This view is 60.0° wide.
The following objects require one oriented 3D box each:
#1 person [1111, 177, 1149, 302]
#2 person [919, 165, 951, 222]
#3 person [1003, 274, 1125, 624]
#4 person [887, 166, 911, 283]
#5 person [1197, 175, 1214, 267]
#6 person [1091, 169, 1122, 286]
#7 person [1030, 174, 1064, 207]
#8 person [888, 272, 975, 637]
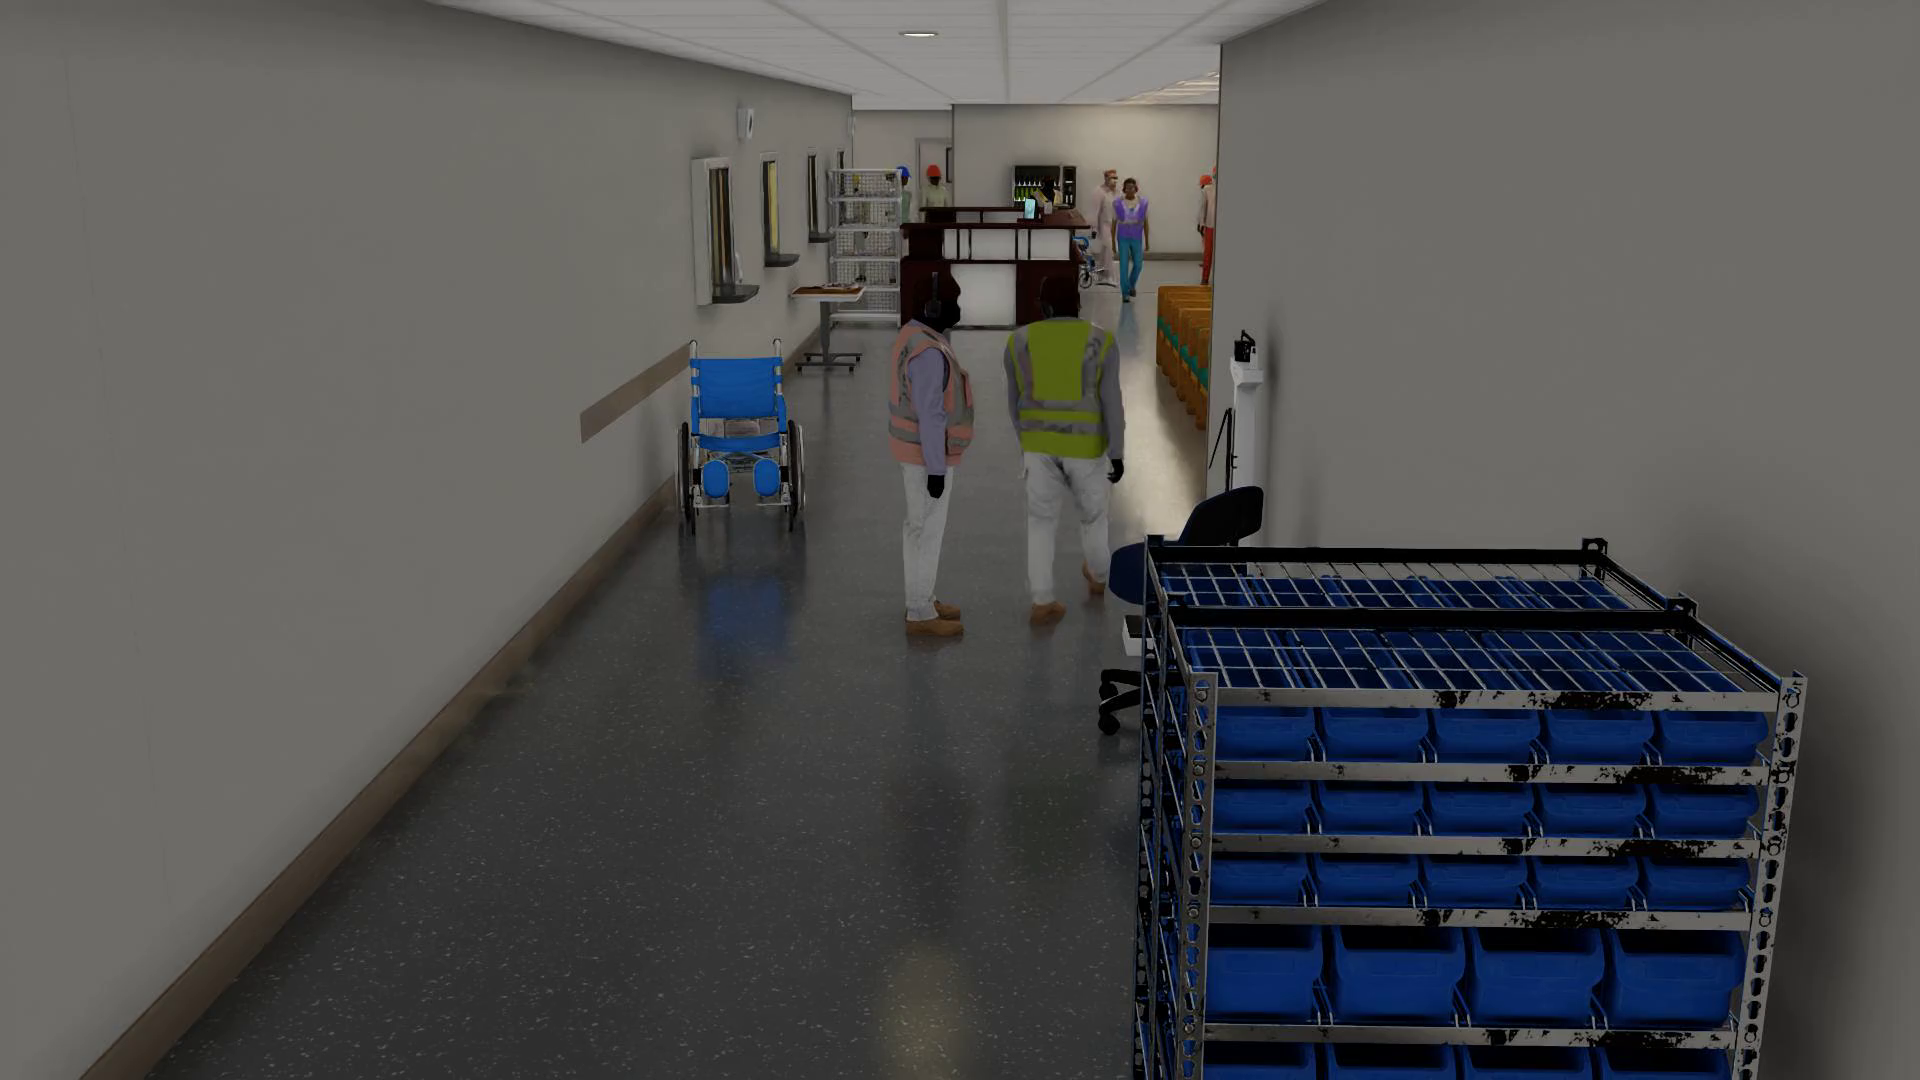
[{"bbox_3d":[2.529,-4.474,24.804,0.587,1.834,0.469,-1,14,-4],"label":"person"},{"bbox_3d":[-0.387,-5.215,27.562,0.687,1.956,0.680,10,17,36],"label":"person"},{"bbox_3d":[0.567,-0.501,8.795,0.645,1.786,0.907,3,14,14],"label":"person"},{"bbox_3d":[-0.981,-5.115,27.178,0.406,1.946,0.608,-6,15,-22],"label":"person"},{"bbox_3d":[4.643,-5.942,31.021,0.405,1.716,0.589,13,19,42],"label":"person"},{"bbox_3d":[2.512,-5.105,27.254,0.708,1.882,0.673,12,18,41],"label":"person"},{"bbox_3d":[1.413,-4.968,26.826,0.624,1.838,0.430,-6,15,-24],"label":"person"},{"bbox_3d":[-0.140,-0.427,8.402,0.431,1.836,0.619,-2,14,-7],"label":"person"}]
